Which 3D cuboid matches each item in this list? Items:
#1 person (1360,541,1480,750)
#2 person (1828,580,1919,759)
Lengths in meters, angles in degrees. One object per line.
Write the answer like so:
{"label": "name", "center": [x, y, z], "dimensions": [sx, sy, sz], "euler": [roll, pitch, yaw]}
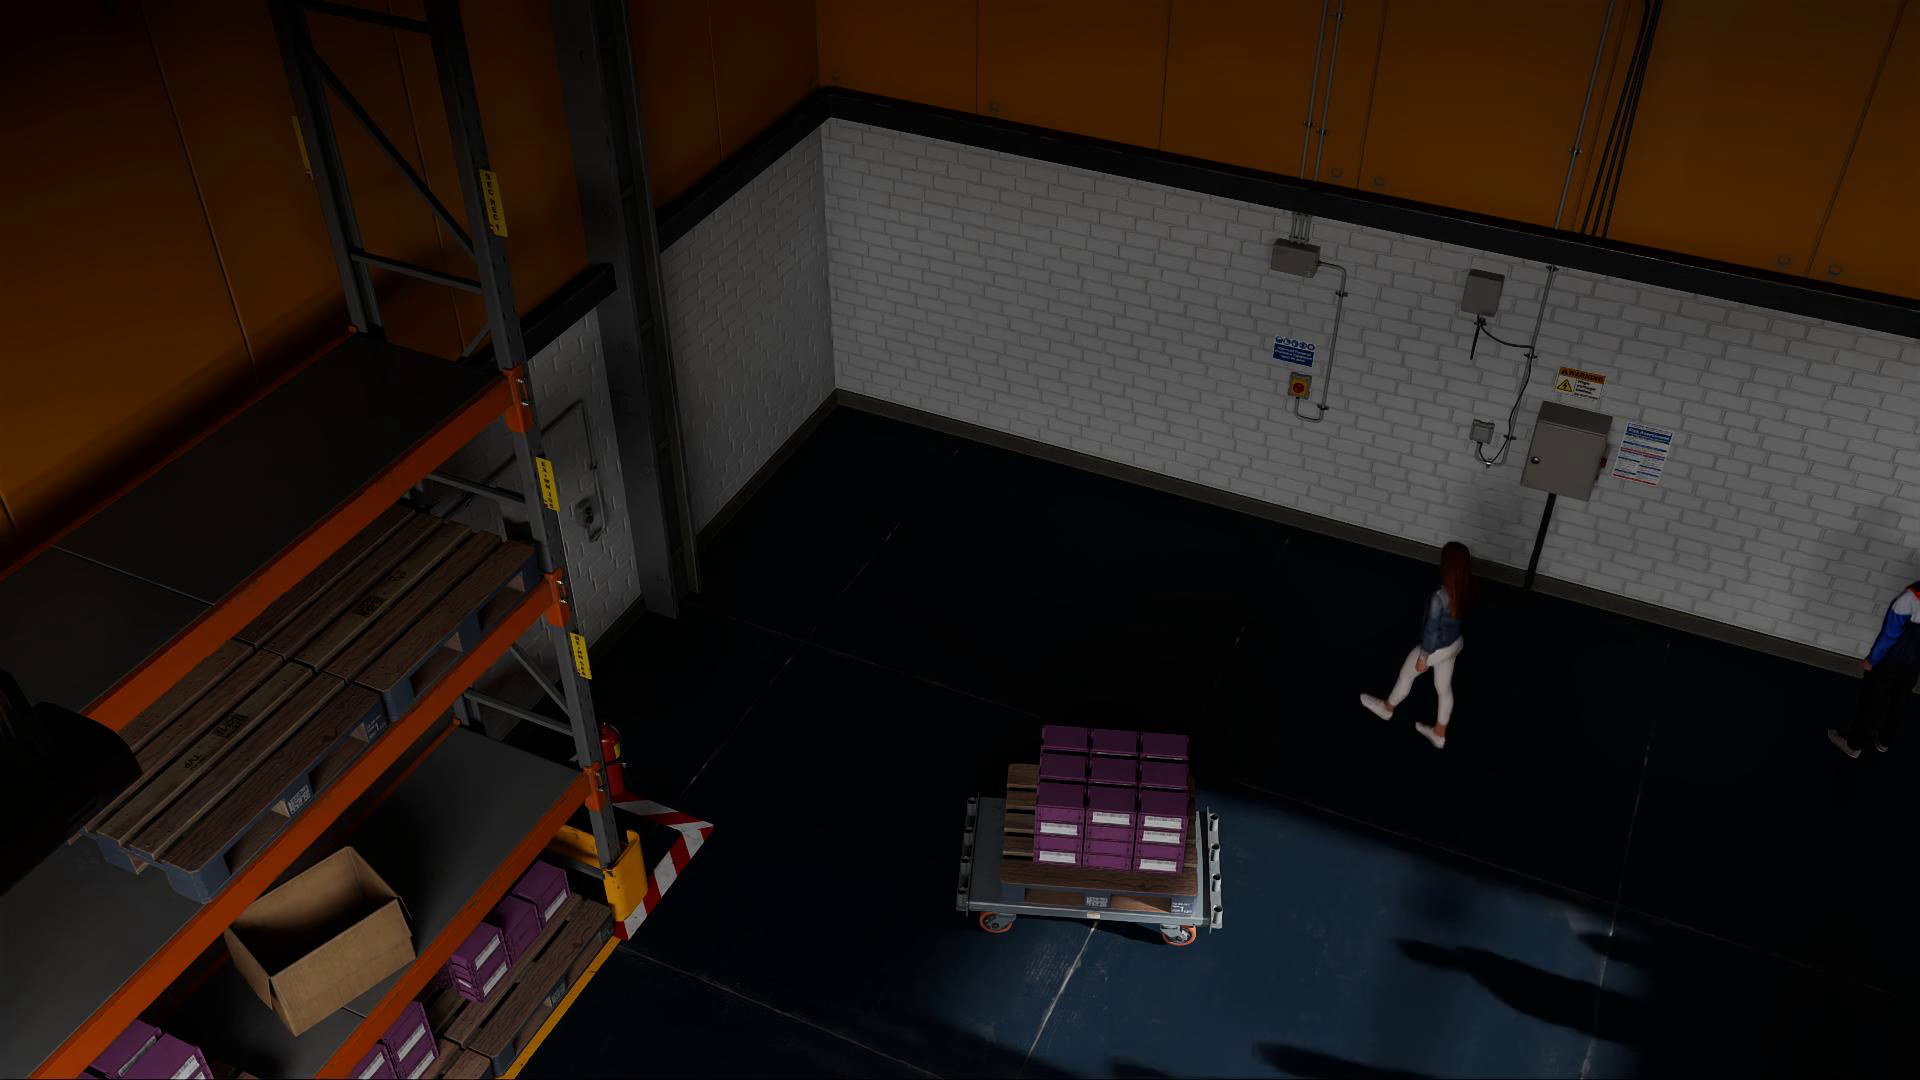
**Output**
{"label": "person", "center": [3.346, 0.774, 11.376], "dimensions": [0.965, 1.682, 0.945], "euler": [-26, 45, -29]}
{"label": "person", "center": [6.416, 0.767, 11.324], "dimensions": [0.716, 1.757, 0.728], "euler": [-6, 39, -7]}
